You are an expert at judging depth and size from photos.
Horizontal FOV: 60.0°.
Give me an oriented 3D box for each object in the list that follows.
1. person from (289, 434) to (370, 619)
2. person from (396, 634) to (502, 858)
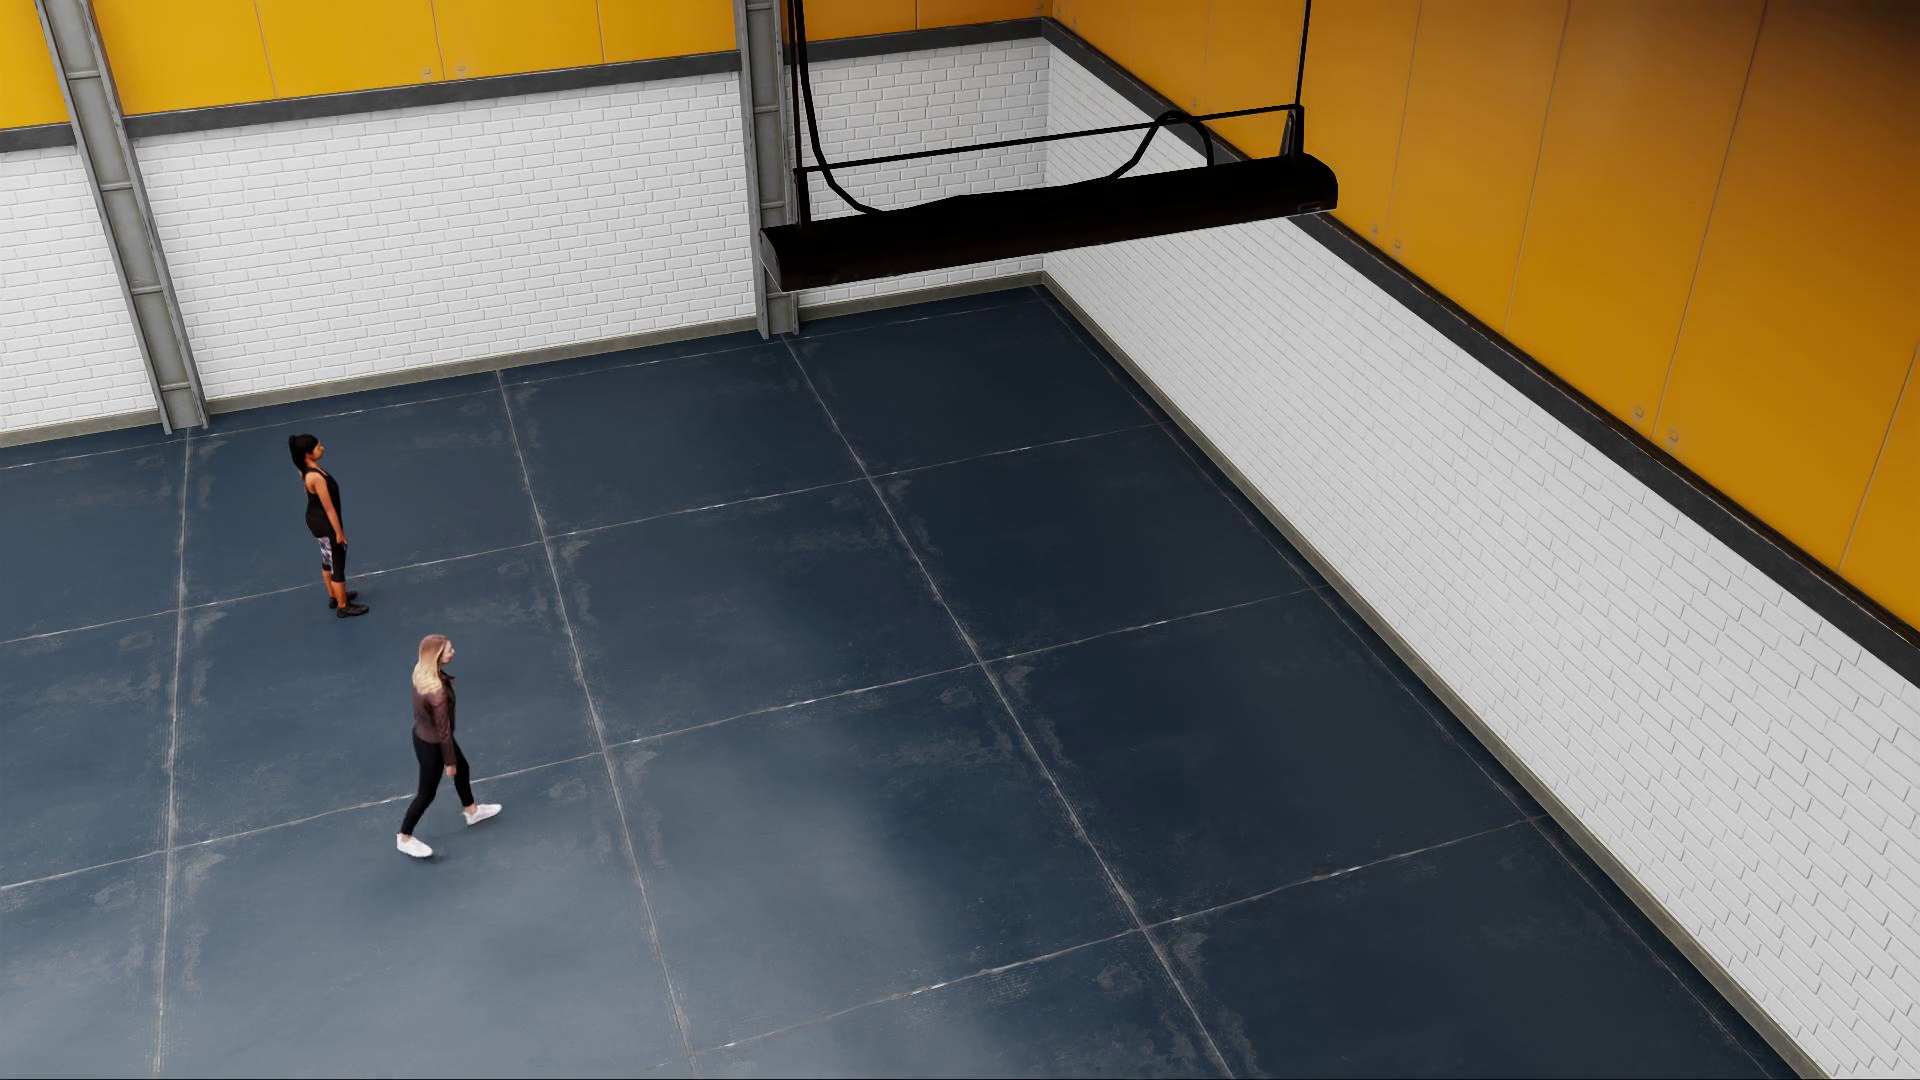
[{"bbox_3d":[-5.106,-0.138,13.379,0.603,1.663,0.639,-23,40,-31],"label":"person"},{"bbox_3d":[-3.575,1.389,11.090,0.976,1.654,0.676,-14,36,-20],"label":"person"}]
